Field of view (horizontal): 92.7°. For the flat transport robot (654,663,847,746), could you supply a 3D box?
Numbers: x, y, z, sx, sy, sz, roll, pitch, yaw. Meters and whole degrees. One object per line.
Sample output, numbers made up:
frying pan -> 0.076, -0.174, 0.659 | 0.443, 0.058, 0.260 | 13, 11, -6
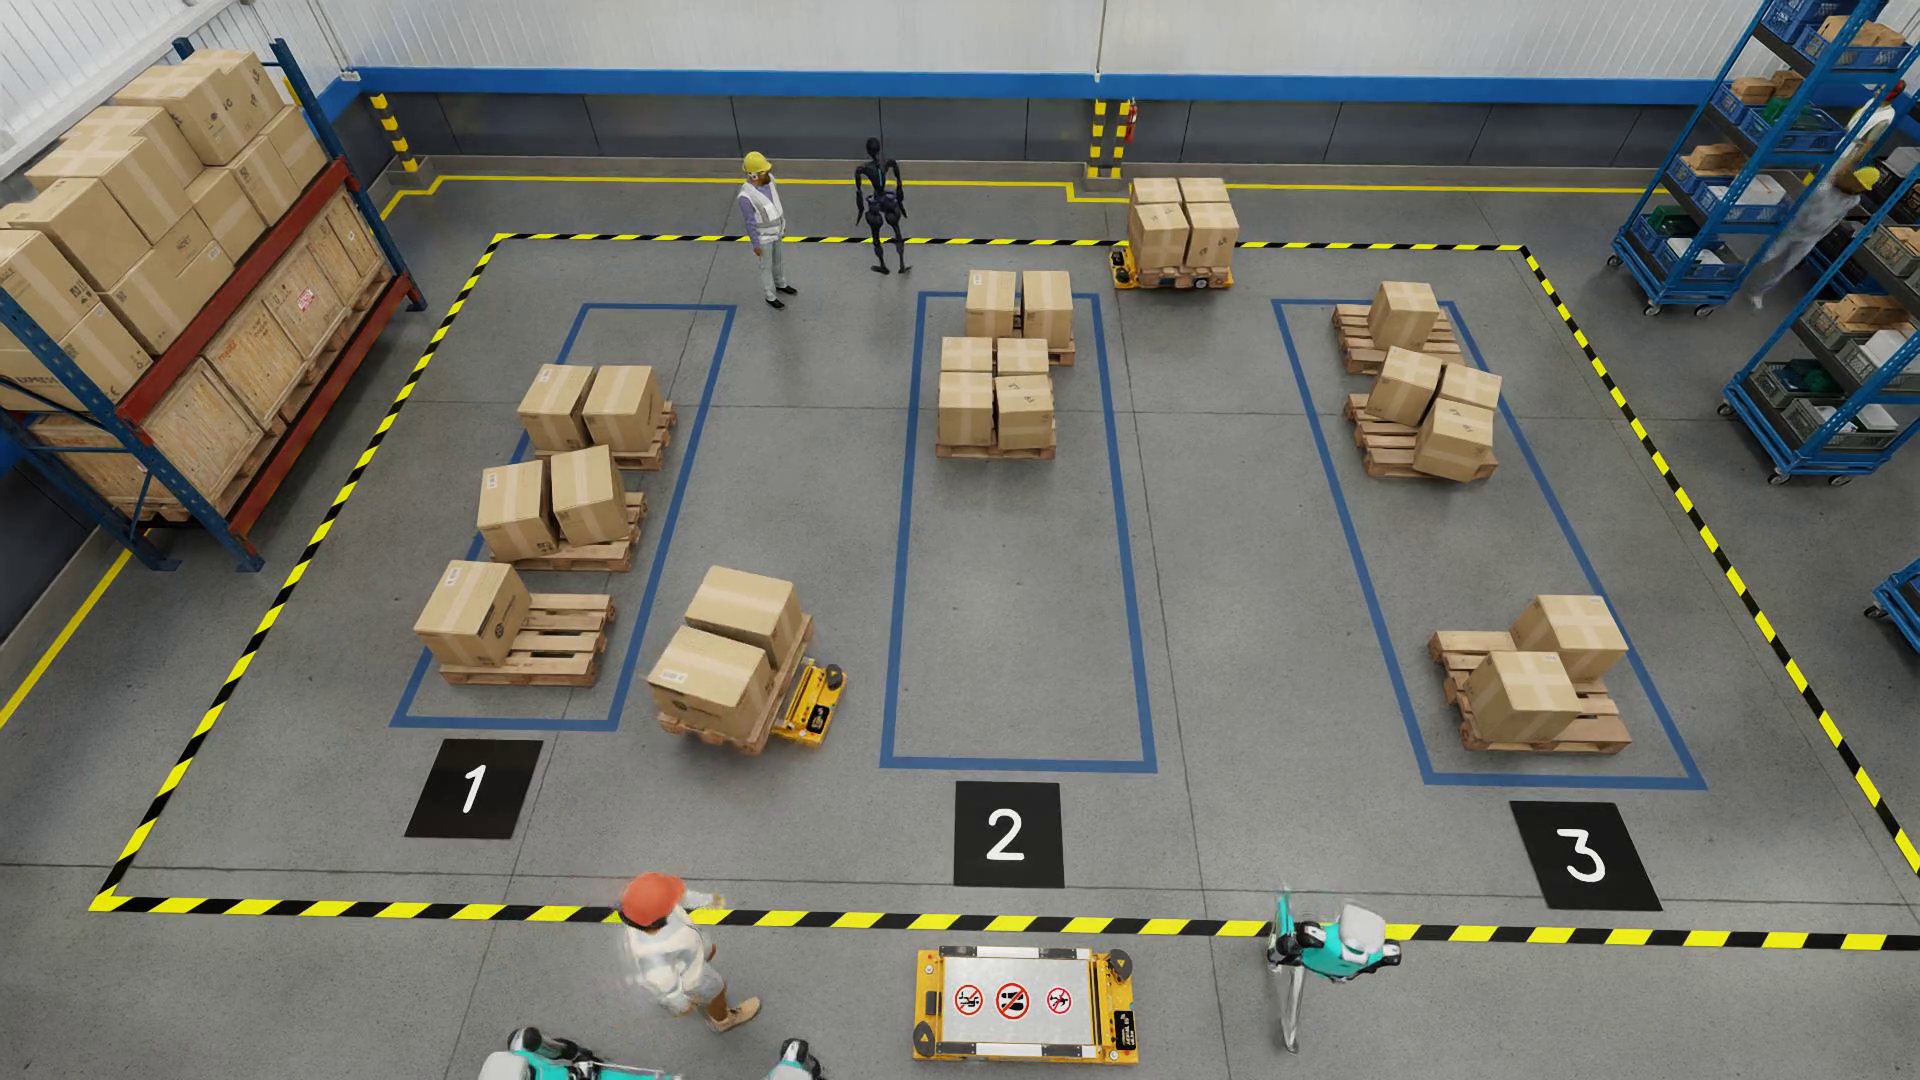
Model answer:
flat transport robot -> -1.714, 1.194, 7.494 | 1.431, 0.197, 0.652 | 11, 52, 9

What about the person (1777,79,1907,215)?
person -> 10.967, -4.764, 11.351 | 0.395, 1.846, 0.563 | 14, 52, 11

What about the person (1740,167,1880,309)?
person -> 9.580, -3.525, 10.431 | 0.535, 1.694, 0.675 | 15, 52, 12

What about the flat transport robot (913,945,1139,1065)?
flat transport robot -> 0.422, 3.041, 6.007 | 1.431, 0.231, 0.659 | 1, 51, 1

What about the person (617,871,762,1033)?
person -> -1.656, 2.432, 5.377 | 0.618, 2.011, 0.620 | -20, 53, -15

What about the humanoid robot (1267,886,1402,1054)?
humanoid robot -> 2.138, 2.423, 5.554 | 0.545, 1.735, 0.963 | 9, 51, 8

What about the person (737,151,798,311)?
person -> -2.156, -3.472, 10.303 | 0.404, 1.836, 0.598 | 18, 53, 14

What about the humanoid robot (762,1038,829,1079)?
humanoid robot -> -0.653, 3.203, 4.987 | 0.677, 1.884, 0.543 | 7, 51, 6

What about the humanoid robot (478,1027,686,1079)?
humanoid robot -> -1.916, 3.083, 5.057 | 1.020, 1.750, 0.535 | -4, 51, -3

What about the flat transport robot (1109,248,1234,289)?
flat transport robot -> 2.583, -3.357, 11.204 | 1.431, 0.197, 0.652 | -1, 51, -1

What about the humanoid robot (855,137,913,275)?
humanoid robot -> -0.896, -3.848, 10.717 | 0.617, 1.647, 0.452 | -14, 52, -11
